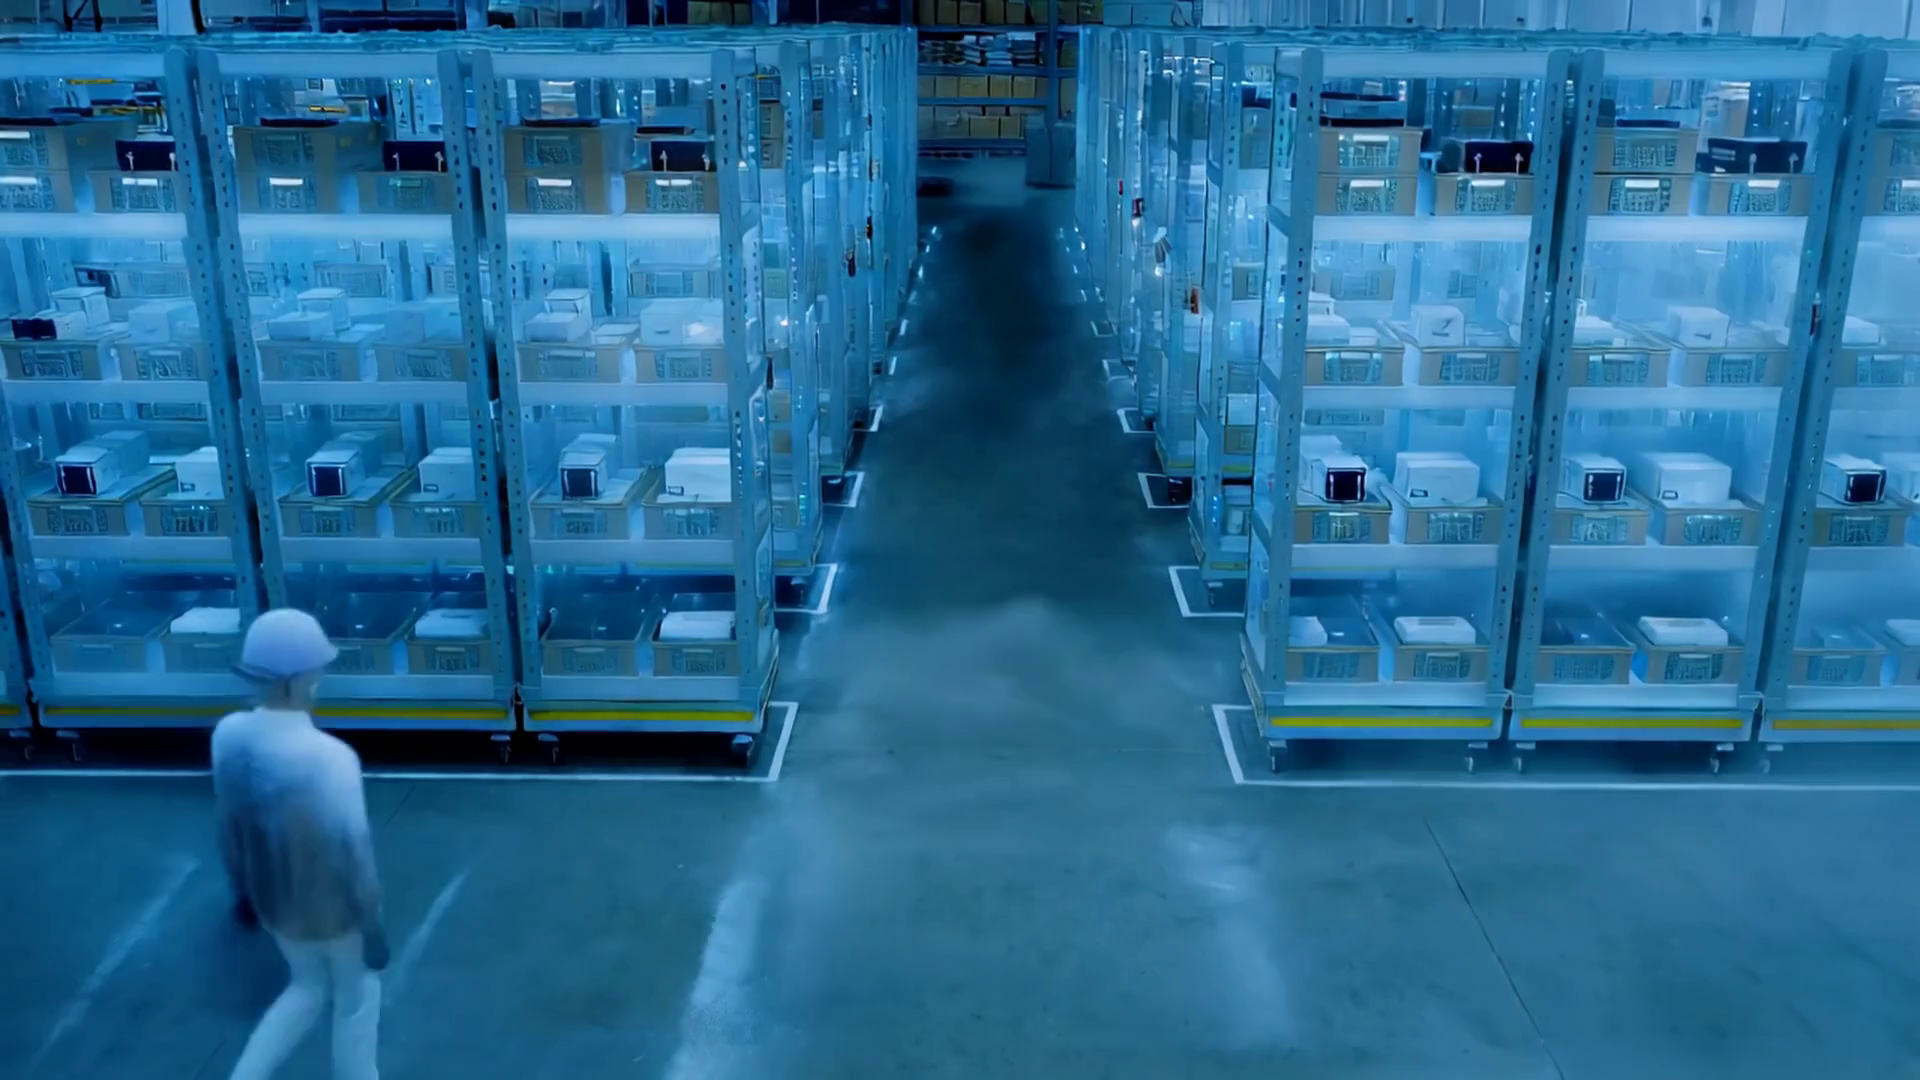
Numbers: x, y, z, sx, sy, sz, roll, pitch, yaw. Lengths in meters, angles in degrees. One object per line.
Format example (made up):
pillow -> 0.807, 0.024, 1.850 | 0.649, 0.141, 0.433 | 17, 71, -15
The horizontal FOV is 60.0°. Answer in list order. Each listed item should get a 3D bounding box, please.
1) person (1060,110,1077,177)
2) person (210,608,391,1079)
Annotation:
person -> 2.565, -9.555, 40.196 | 0.521, 1.604, 0.819 | 14, 22, 38
person -> -2.145, 1.181, 5.360 | 0.619, 1.976, 0.643 | 10, 20, 30
